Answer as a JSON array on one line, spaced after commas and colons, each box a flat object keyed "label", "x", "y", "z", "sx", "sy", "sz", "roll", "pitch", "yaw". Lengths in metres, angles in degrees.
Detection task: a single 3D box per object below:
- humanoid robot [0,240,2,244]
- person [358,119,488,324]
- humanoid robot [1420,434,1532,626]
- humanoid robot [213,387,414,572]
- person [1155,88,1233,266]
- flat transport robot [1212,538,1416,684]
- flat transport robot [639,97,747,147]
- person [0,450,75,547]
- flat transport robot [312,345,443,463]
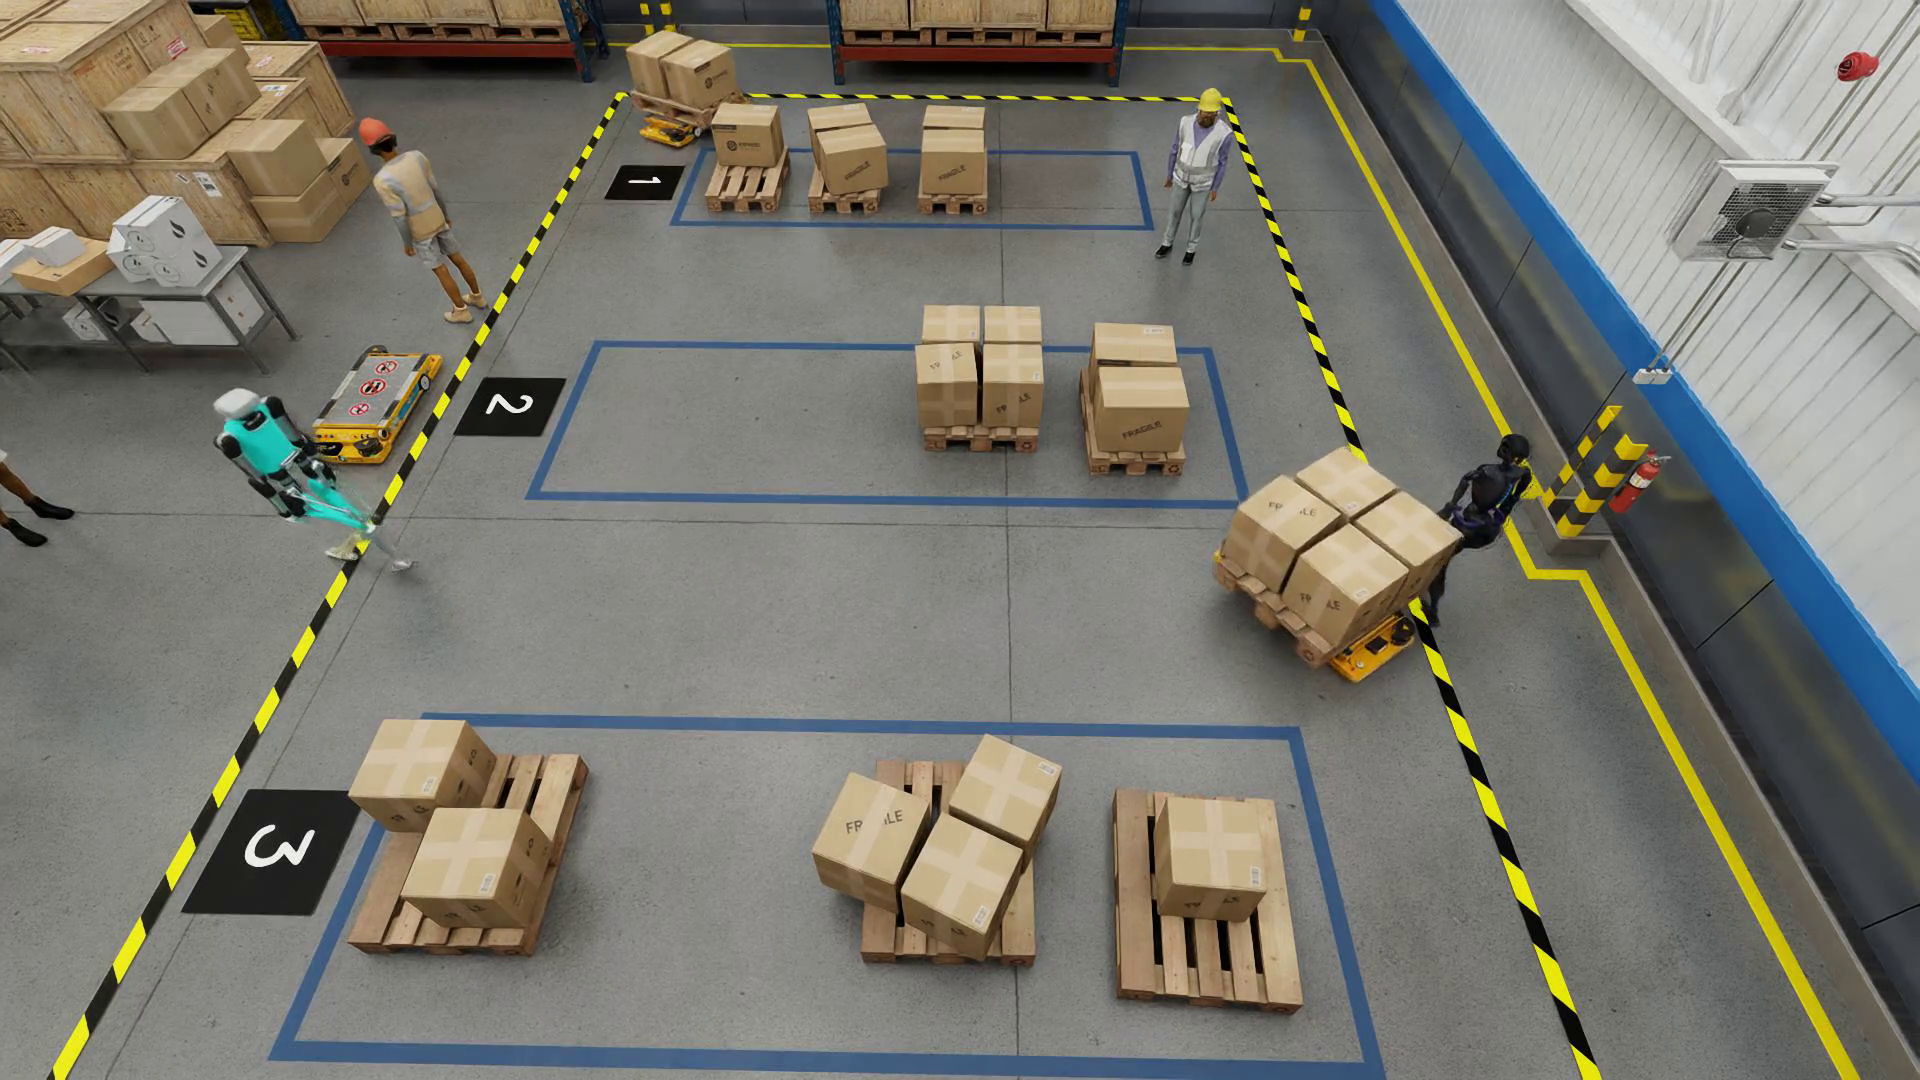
[{"label": "humanoid robot", "x": -10.126, "y": -3.217, "z": 9.185, "sx": 0.689, "sy": 1.631, "sz": 0.616, "roll": -9, "pitch": 50, "yaw": -8}, {"label": "person", "x": -5.122, "y": -2.996, "z": 8.748, "sx": 0.389, "sy": 2.033, "sz": 0.605, "roll": 15, "pitch": 51, "yaw": 12}, {"label": "humanoid robot", "x": 3.598, "y": -0.145, "z": 6.588, "sx": 0.614, "sy": 1.629, "sz": 0.735, "roll": -7, "pitch": 50, "yaw": -6}, {"label": "humanoid robot", "x": -4.599, "y": -0.335, "z": 6.726, "sx": 1.034, "sy": 1.778, "sz": 0.535, "roll": 9, "pitch": 50, "yaw": 8}, {"label": "person", "x": 2.416, "y": -3.744, "z": 9.506, "sx": 0.598, "sy": 1.836, "sz": 0.404, "roll": 23, "pitch": 54, "yaw": 19}, {"label": "flat transport robot", "x": 2.692, "y": 0.397, "z": 7.012, "sx": 0.652, "sy": 0.197, "sz": 1.431, "roll": -28, "pitch": 55, "yaw": -22}, {"label": "flat transport robot", "x": -3.531, "y": -5.663, "z": 12.141, "sx": 0.652, "sy": 0.197, "sz": 1.431, "roll": 22, "pitch": 53, "yaw": 18}, {"label": "person", "x": -7.594, "y": -0.742, "z": 6.904, "sx": 0.373, "sy": 1.934, "sz": 0.545, "roll": 8, "pitch": 50, "yaw": 7}, {"label": "flat transport robot", "x": -5.383, "y": -1.269, "z": 8.441, "sx": 0.659, "sy": 0.231, "sz": 1.431, "roll": 1, "pitch": 50, "yaw": 1}]
